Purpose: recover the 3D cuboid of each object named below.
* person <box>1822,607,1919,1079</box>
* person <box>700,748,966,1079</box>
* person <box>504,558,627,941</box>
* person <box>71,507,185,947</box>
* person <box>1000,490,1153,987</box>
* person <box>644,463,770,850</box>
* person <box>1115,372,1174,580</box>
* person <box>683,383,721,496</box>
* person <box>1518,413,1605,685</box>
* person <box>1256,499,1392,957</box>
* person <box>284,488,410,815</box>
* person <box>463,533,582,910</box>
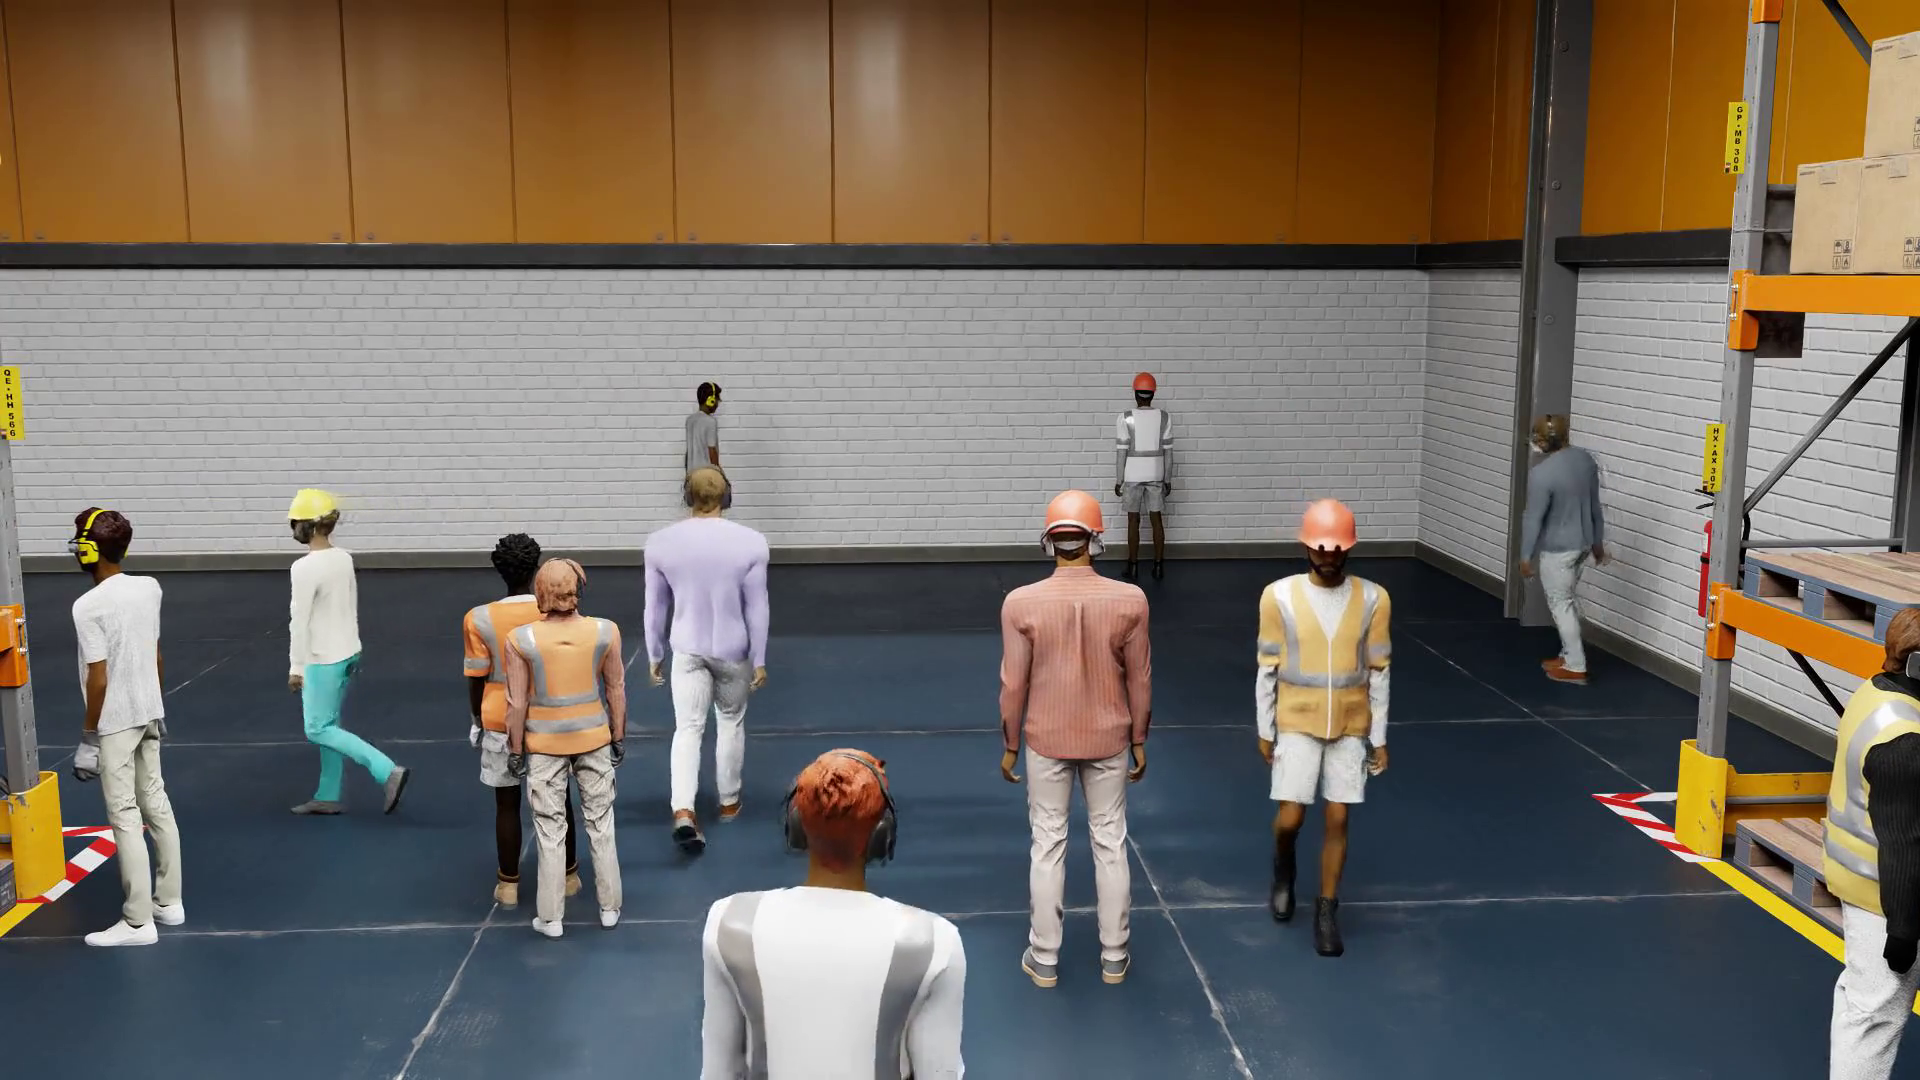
[{"bbox_3d":[2.932,1.103,5.199,0.430,1.836,0.619,4,10,23],"label":"person"},{"bbox_3d":[-0.280,1.361,3.496,0.583,1.857,0.839,1,9,7],"label":"person"},{"bbox_3d":[-1.681,0.892,7.123,0.518,1.636,0.312,-4,10,-24],"label":"person"},{"bbox_3d":[-3.555,0.789,7.041,0.329,1.872,0.518,1,9,9],"label":"person"},{"bbox_3d":[0.459,0.795,6.635,0.608,1.987,0.391,0,9,-3],"label":"person"},{"bbox_3d":[-1.269,0.570,8.318,0.638,1.911,0.925,0,9,0],"label":"person"},{"bbox_3d":[1.707,-0.597,15.530,0.551,1.935,0.375,-1,9,-9],"label":"person"},{"bbox_3d":[-2.387,-0.515,15.329,0.538,1.842,0.765,-6,11,-34],"label":"person"},{"bbox_3d":[4.156,0.066,11.486,0.686,1.899,0.431,-7,12,-39],"label":"person"},{"bbox_3d":[1.524,0.773,6.991,0.545,1.925,0.448,0,9,3],"label":"person"},{"bbox_3d":[-3.188,0.601,8.585,0.630,1.745,0.535,1,9,4],"label":"person"},{"bbox_3d":[-1.939,0.812,7.452,0.530,1.692,0.321,-3,10,-19],"label":"person"}]
